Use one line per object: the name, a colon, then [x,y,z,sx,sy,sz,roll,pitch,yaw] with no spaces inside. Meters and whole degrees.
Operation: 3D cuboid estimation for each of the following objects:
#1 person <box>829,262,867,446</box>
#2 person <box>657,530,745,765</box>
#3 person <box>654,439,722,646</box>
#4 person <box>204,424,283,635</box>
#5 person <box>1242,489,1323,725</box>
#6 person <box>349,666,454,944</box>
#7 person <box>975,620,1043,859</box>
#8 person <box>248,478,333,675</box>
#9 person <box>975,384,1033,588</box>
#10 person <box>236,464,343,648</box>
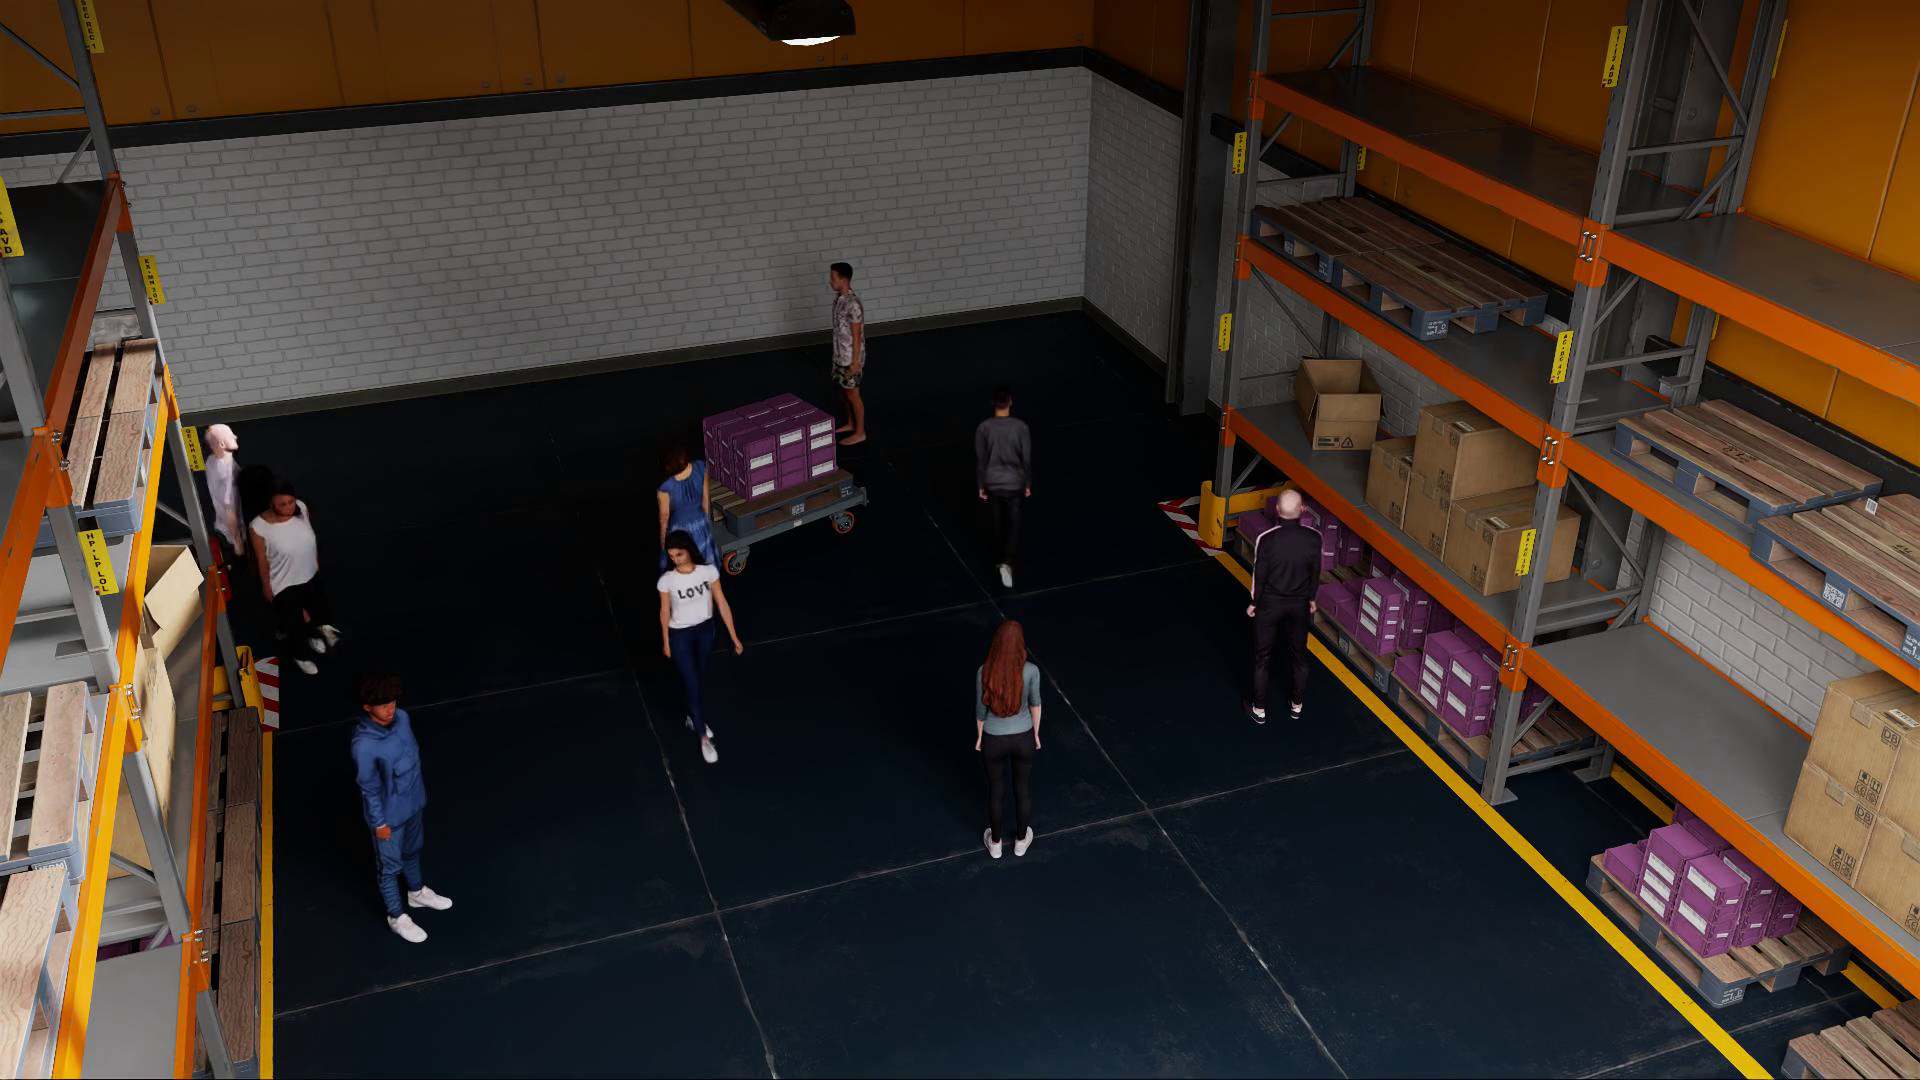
person: [-1.076,-1.837,16.228,0.741,1.811,0.518,-12,31,-21]
person: [-1.930,0.656,11.715,0.774,1.757,0.923,-21,35,-34]
person: [-2.113,0.006,12.872,0.787,1.791,0.795,-18,33,-29]
person: [-5.707,-0.056,12.952,0.925,1.822,1.177,-18,33,-30]
person: [2.321,0.486,11.945,0.718,1.834,0.649,-4,29,-7]
person: [-3.409,1.566,9.998,0.817,1.803,0.712,7,29,13]
person: [0.307,1.277,10.590,0.642,1.743,0.643,0,29,-1]
person: [-5.069,0.237,12.580,0.890,1.664,0.840,19,34,31]
person: [0.364,-0.426,13.709,0.890,1.747,1.067,3,29,5]
person: [-5.171,0.192,12.740,0.984,1.591,0.970,10,30,18]
